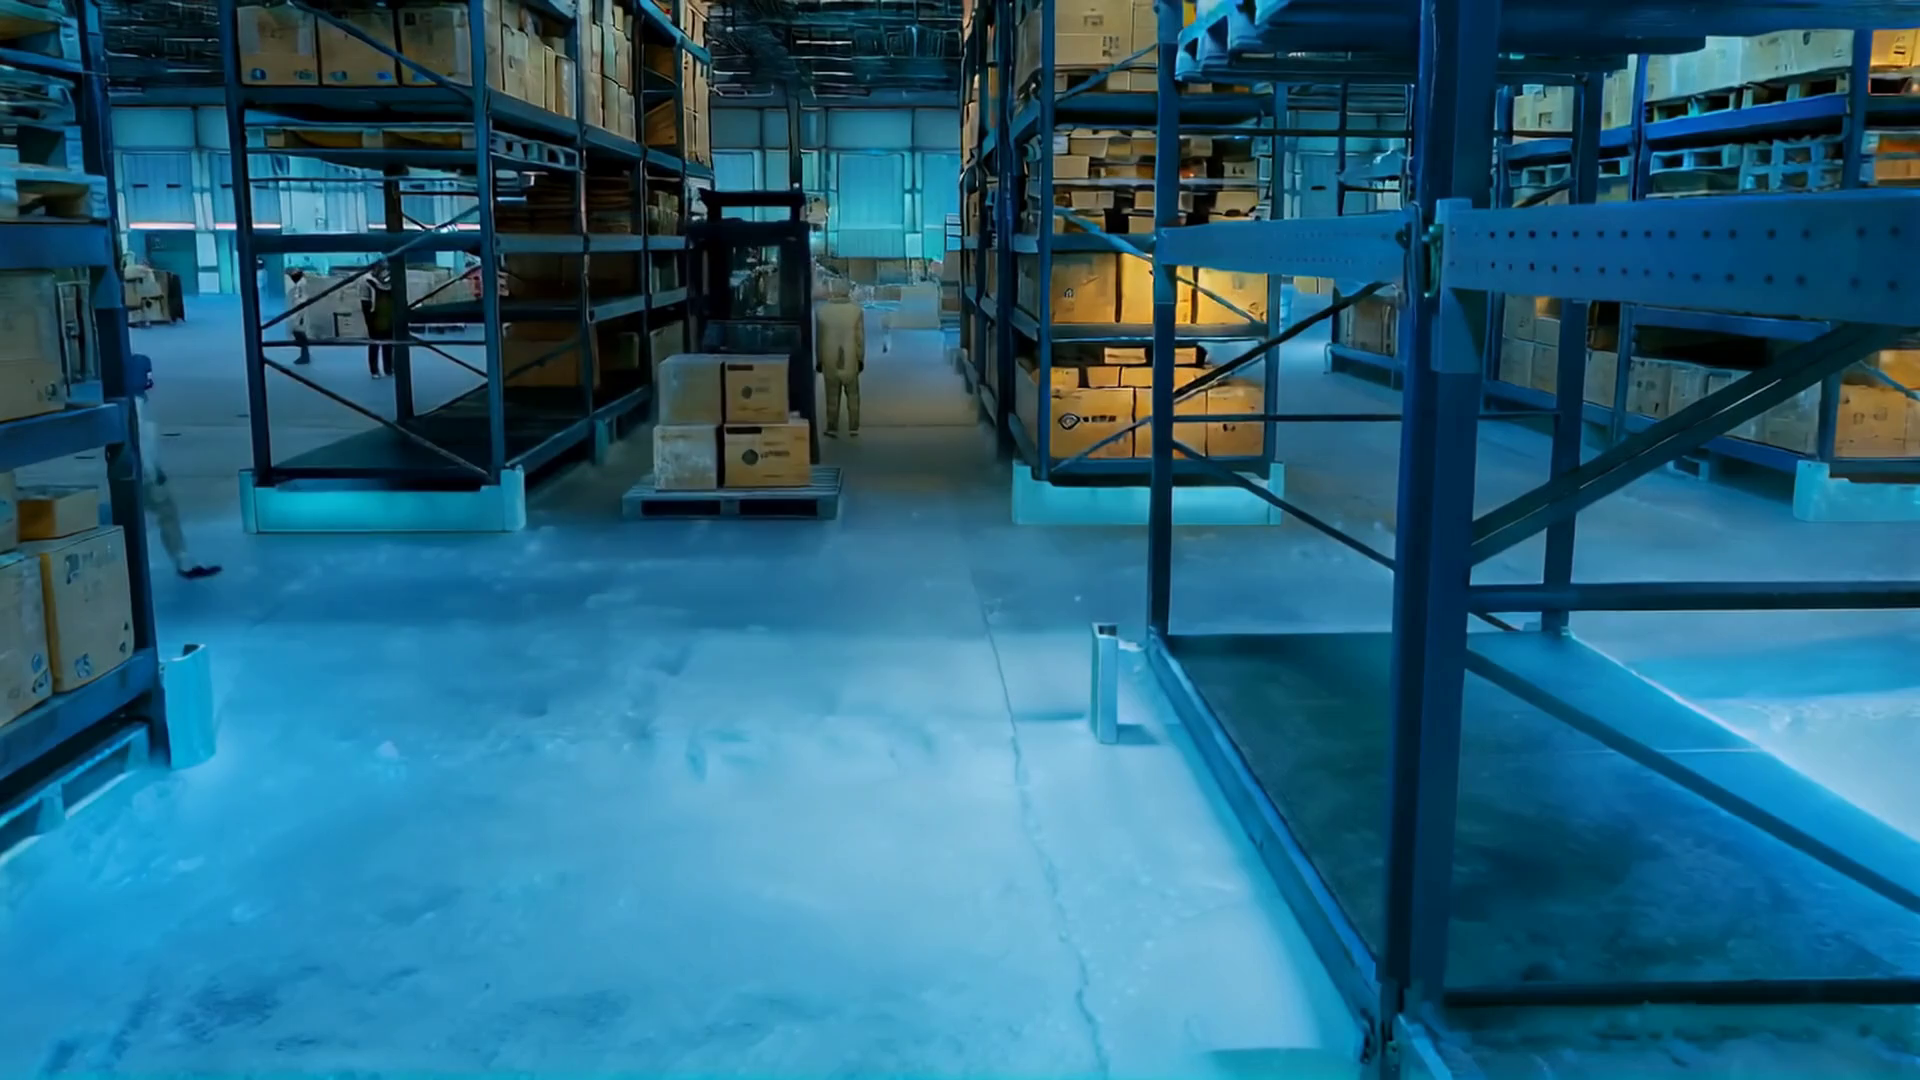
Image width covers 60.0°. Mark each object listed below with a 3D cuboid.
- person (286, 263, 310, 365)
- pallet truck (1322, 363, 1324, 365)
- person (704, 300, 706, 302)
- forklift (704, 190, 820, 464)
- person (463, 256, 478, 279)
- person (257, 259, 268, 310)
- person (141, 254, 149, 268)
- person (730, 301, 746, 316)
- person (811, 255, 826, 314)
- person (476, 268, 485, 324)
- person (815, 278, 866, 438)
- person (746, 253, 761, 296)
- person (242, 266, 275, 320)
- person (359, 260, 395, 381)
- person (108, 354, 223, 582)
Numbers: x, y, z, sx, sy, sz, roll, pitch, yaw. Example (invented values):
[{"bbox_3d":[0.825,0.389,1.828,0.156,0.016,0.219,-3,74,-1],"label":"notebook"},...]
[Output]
[{"bbox_3d":[-12.635,-4.314,31.805,0.381,1.931,0.565,-7,12,-32],"label":"person"},{"bbox_3d":[7.712,-4.157,30.737,1.885,1.965,0.823,3,11,16],"label":"pallet truck"},{"bbox_3d":[-8.876,-8.591,55.948,0.774,1.822,0.525,4,11,23],"label":"person"},{"bbox_3d":[-1.971,-1.987,16.188,1.129,2.768,1.873,0,10,-2],"label":"forklift"},{"bbox_3d":[-16.925,-8.927,57.765,0.624,1.838,0.430,4,11,23],"label":"person"},{"bbox_3d":[-24.175,-8.825,57.481,0.487,1.732,0.328,2,10,13],"label":"person"},{"bbox_3d":[-29.152,-9.252,59.410,0.944,1.905,0.629,-5,11,-27],"label":"person"},{"bbox_3d":[-2.458,-1.792,18.402,0.542,1.695,0.316,-6,12,-30],"label":"person"},{"bbox_3d":[-4.654,-8.312,54.088,0.650,1.921,0.487,4,11,23],"label":"person"},{"bbox_3d":[-13.458,-7.096,47.351,0.582,1.919,0.400,-3,11,-18],"label":"person"},{"bbox_3d":[-1.446,-2.177,19.962,0.651,1.907,0.409,-5,11,-28],"label":"person"},{"bbox_3d":[-8.260,-10.511,66.477,0.545,1.887,1.018,4,11,20],"label":"person"},{"bbox_3d":[-21.003,-7.425,49.750,0.941,1.711,0.529,-3,11,-17],"label":"person"},{"bbox_3d":[-9.797,-3.734,28.261,0.539,2.000,0.688,5,11,26],"label":"person"},{"bbox_3d":[-5.586,-0.480,11.390,0.847,1.582,0.515,-3,11,-16],"label":"person"}]
